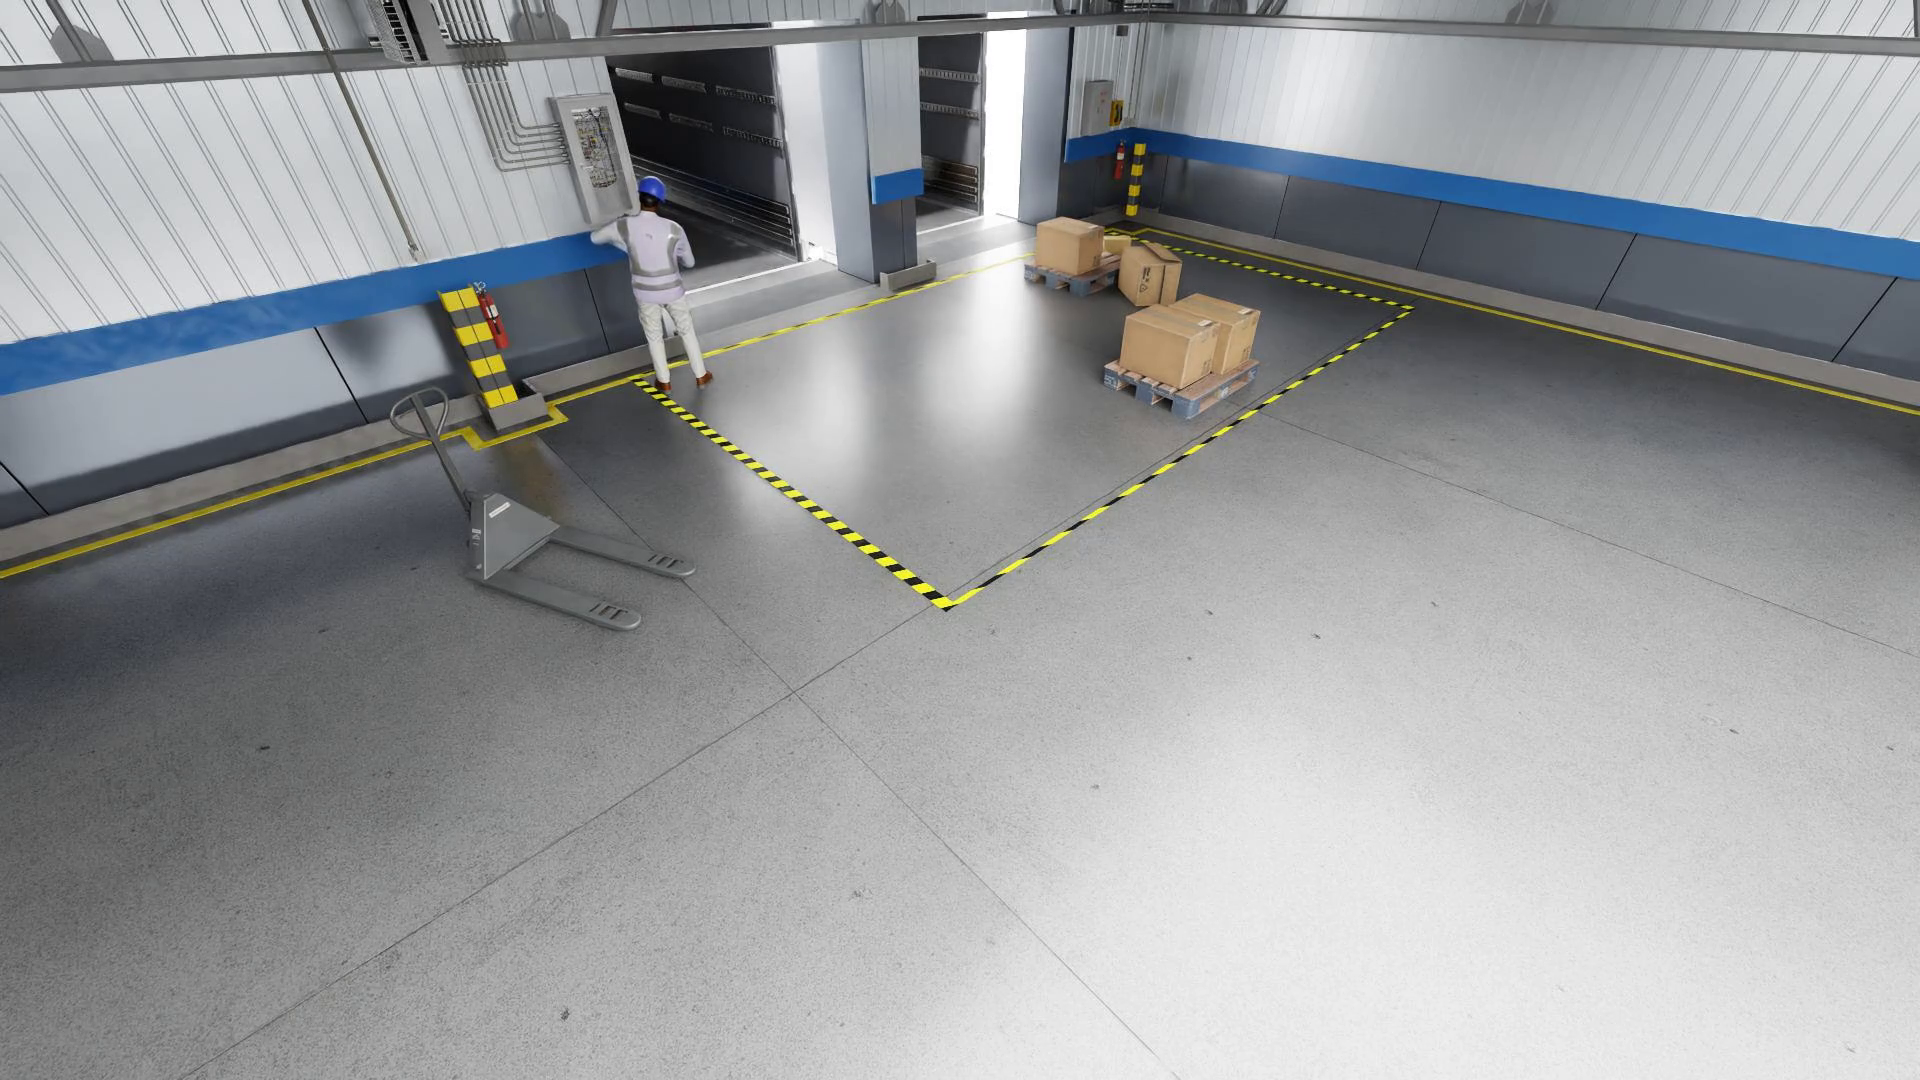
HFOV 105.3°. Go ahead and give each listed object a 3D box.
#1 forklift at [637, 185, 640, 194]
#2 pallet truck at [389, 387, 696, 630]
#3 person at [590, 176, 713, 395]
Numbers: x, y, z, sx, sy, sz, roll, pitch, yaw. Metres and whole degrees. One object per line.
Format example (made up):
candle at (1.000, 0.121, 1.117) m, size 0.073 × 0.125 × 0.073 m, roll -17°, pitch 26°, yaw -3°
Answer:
forklift at (-5.374, -5.599, 10.862) m, size 0.716 × 2.013 × 0.776 m, roll -30°, pitch 47°, yaw -33°
pallet truck at (-2.613, -0.247, 4.593) m, size 1.601 × 1.201 × 0.680 m, roll 14°, pitch 40°, yaw 17°
person at (-2.821, -2.318, 6.749) m, size 0.808 × 1.881 × 0.706 m, roll -15°, pitch 40°, yaw -18°
